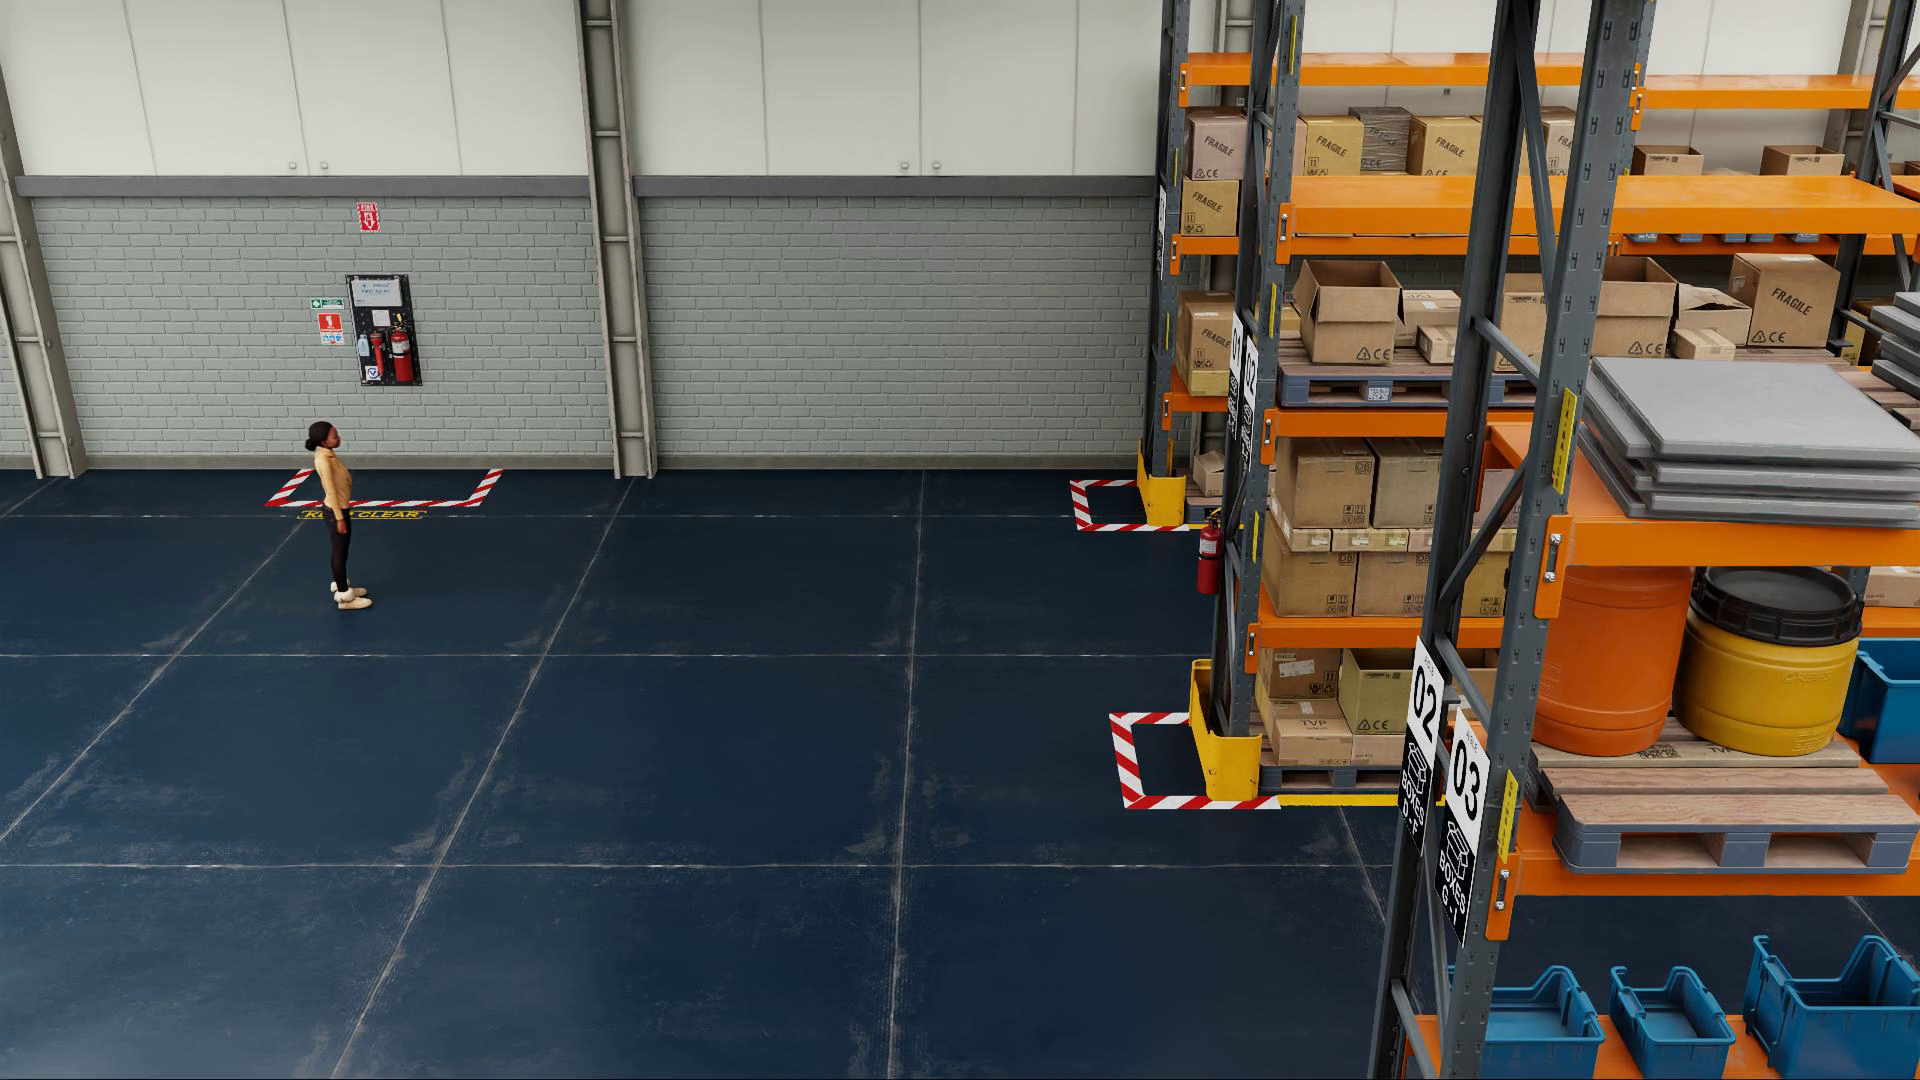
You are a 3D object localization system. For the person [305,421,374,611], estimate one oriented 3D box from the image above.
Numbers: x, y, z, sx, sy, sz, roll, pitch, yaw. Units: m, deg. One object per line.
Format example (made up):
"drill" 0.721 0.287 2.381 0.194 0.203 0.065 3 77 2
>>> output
"person" -5.316 -0.226 14.157 0.688 1.659 0.682 -10 25 -22
